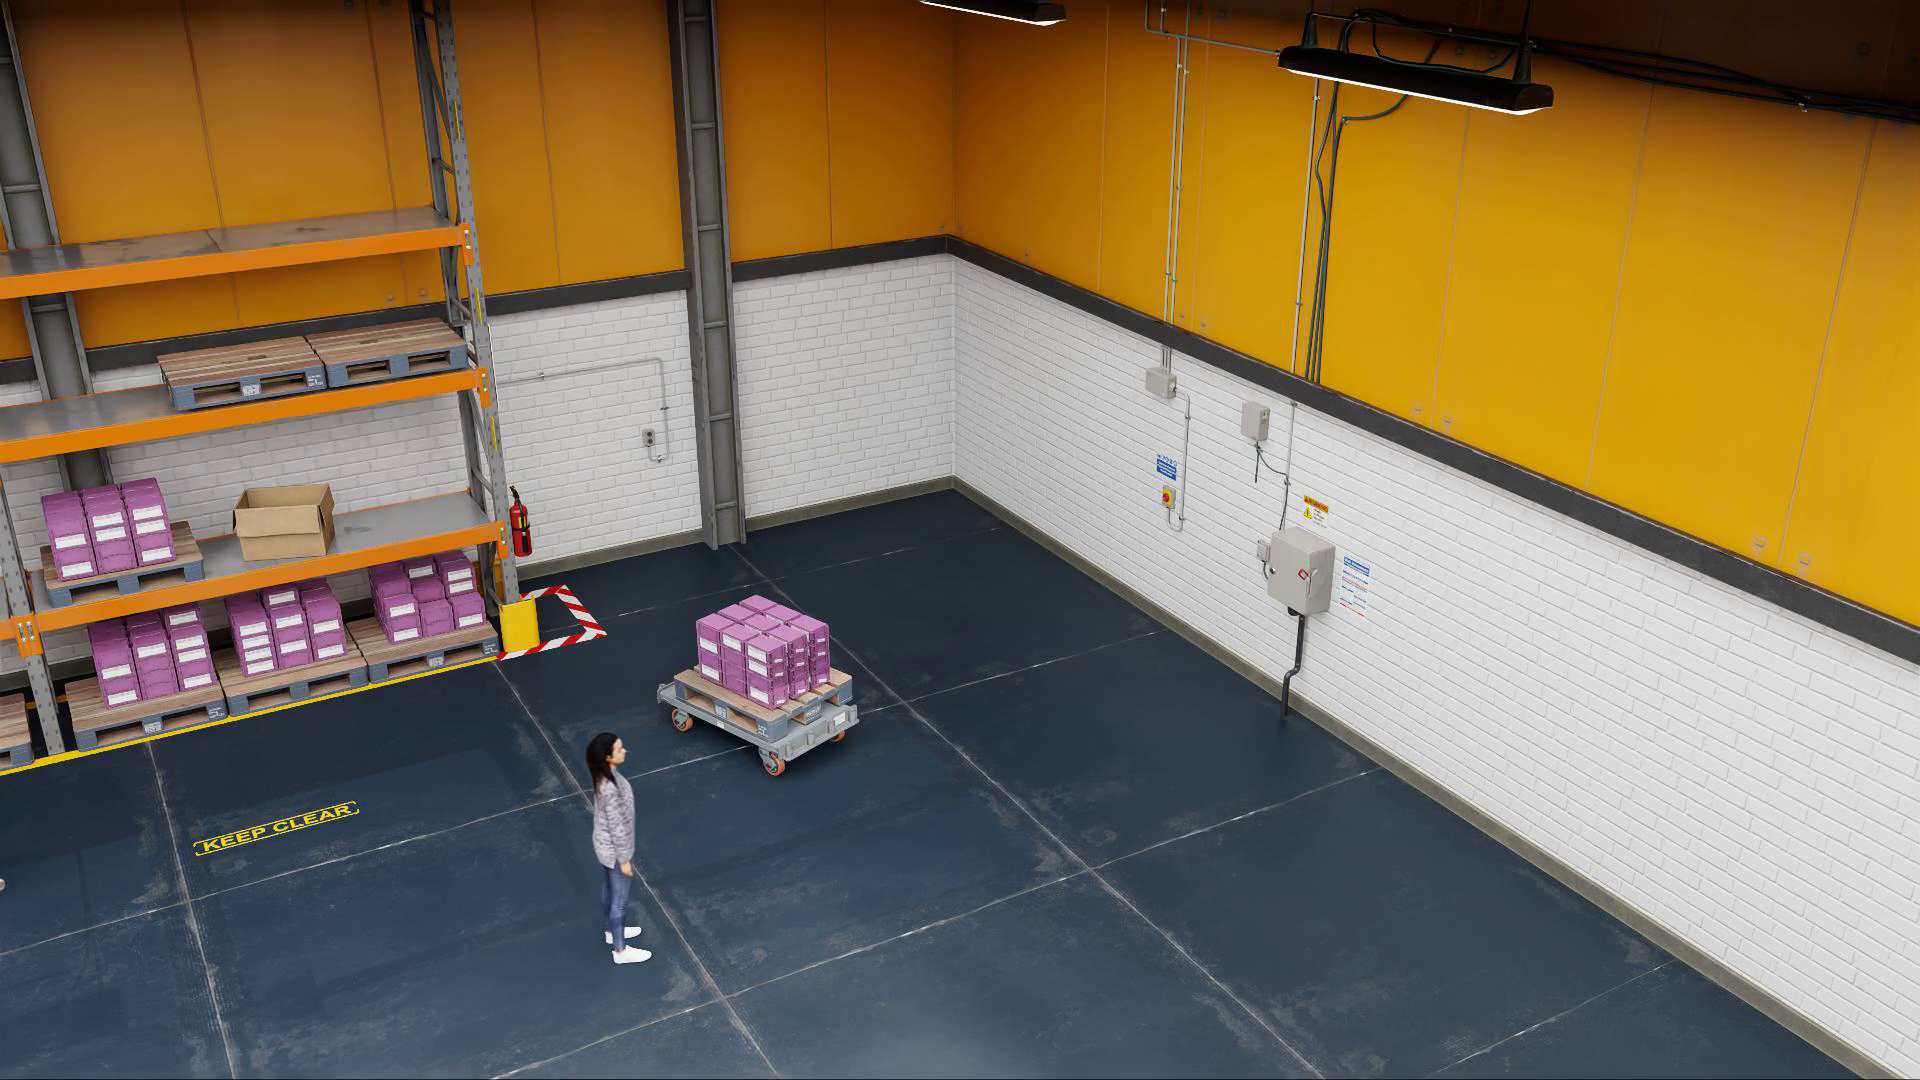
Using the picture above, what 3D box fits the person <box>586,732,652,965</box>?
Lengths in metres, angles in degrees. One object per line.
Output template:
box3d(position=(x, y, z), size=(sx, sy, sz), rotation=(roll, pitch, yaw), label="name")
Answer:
box3d(position=(-2.383, 2.091, 11.444), size=(0.566, 1.732, 0.641), rotation=(-9, 25, -19), label="person")
